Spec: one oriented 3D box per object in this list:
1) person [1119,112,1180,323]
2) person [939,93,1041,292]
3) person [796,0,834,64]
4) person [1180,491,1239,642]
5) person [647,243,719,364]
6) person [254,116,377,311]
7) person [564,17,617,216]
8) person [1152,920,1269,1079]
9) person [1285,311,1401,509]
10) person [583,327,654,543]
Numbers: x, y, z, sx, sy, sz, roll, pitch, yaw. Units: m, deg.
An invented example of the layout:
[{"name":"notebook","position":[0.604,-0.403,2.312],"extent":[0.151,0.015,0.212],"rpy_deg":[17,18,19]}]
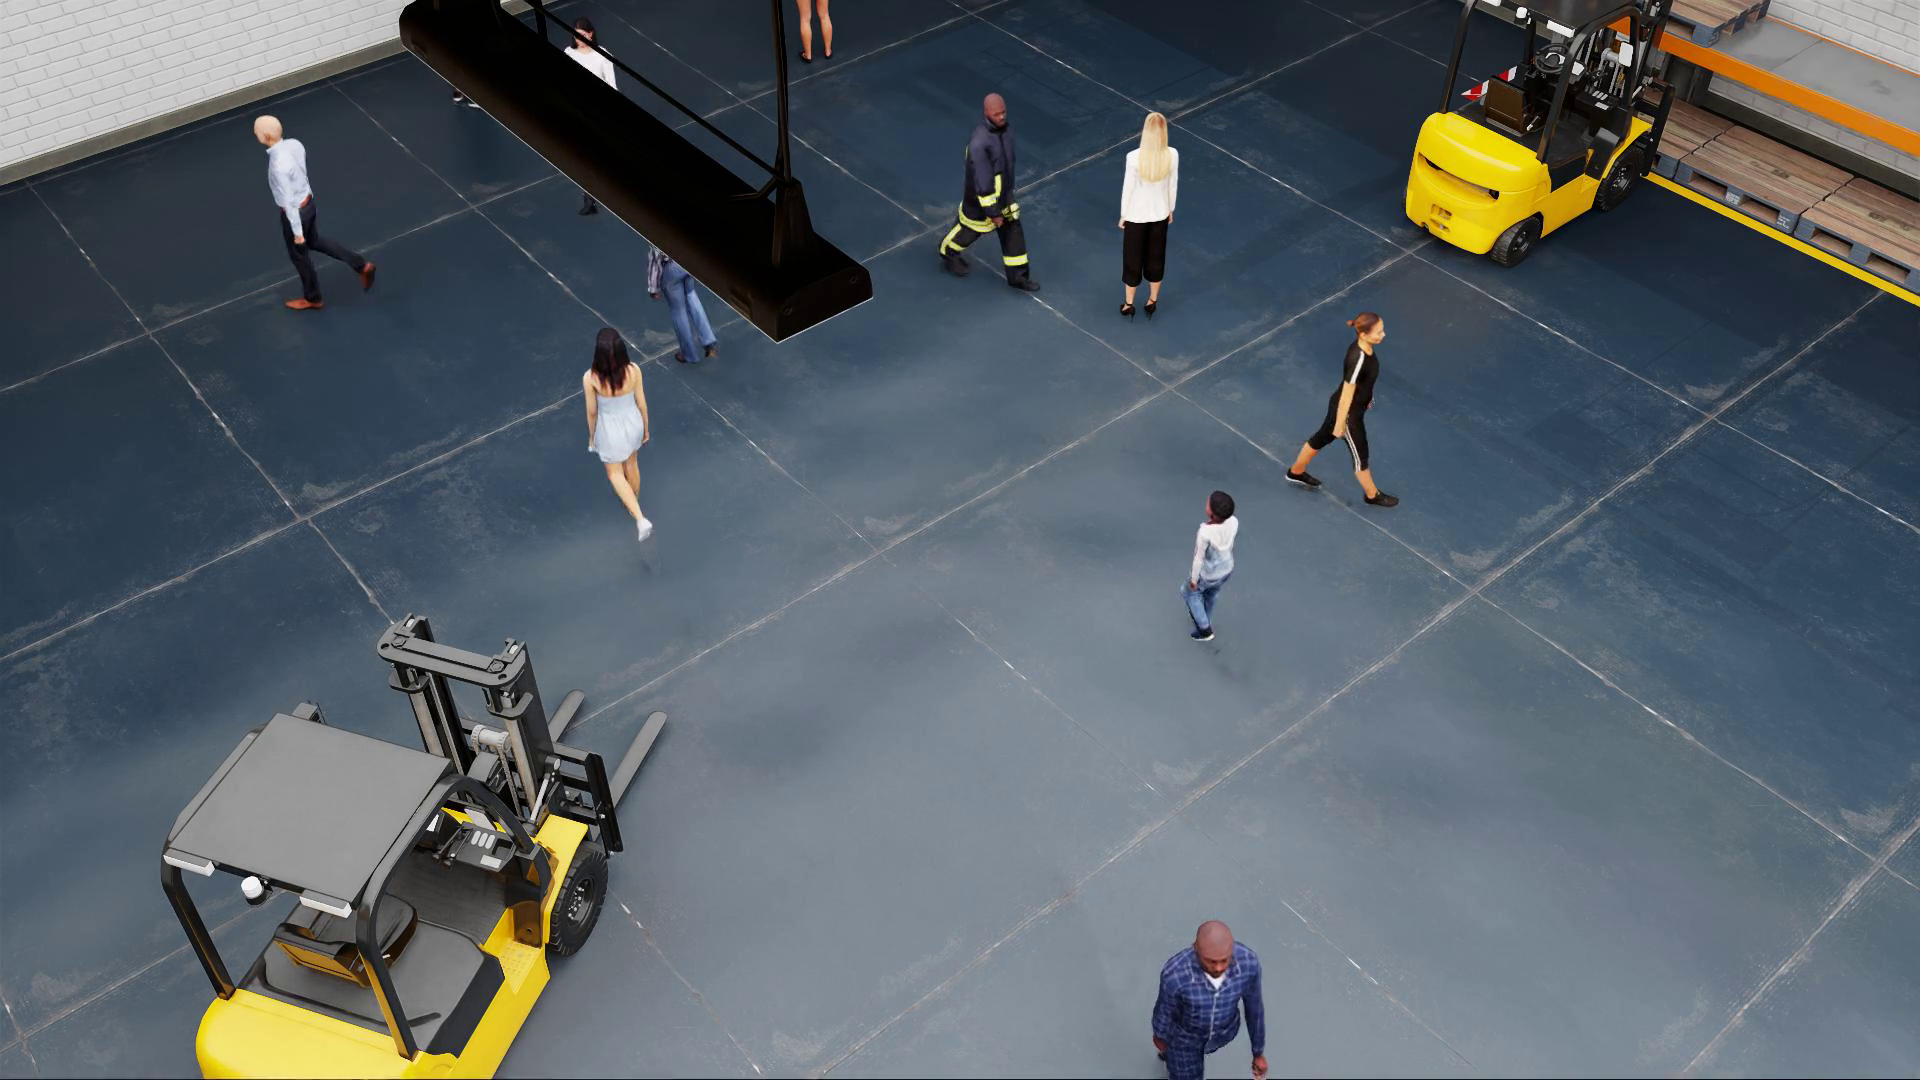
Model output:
[{"name":"person","position":[1.509,-2.594,13.430],"extent":[0.677,1.858,0.668],"rpy_deg":[-10,44,-10]},{"name":"person","position":[0.151,-2.906,13.814],"extent":[1.300,1.780,0.902],"rpy_deg":[26,50,25]},{"name":"person","position":[-1.512,-5.636,16.759],"extent":[0.658,1.671,0.676],"rpy_deg":[-13,45,-13]},{"name":"person","position":[1.679,0.198,10.940],"extent":[0.550,1.251,0.642],"rpy_deg":[-20,47,-19]},{"name":"person","position":[-2.120,-2.042,12.906],"extent":[0.712,1.782,0.716],"rpy_deg":[30,51,28]},{"name":"person","position":[-5.293,-2.638,13.538],"extent":[1.072,1.773,1.076],"rpy_deg":[-3,44,-3]},{"name":"person","position":[-3.187,-3.845,14.806],"extent":[1.091,1.771,1.119],"rpy_deg":[6,44,7]},{"name":"person","position":[1.175,2.360,8.296],"extent":[0.973,1.767,1.234],"rpy_deg":[-11,45,-12]},{"name":"person","position":[2.698,-0.948,11.872],"extent":[1.160,1.625,0.958],"rpy_deg":[14,45,14]},{"name":"person","position":[-2.343,-0.703,11.550],"extent":[0.736,1.714,1.021],"rpy_deg":[-19,47,-19]}]
